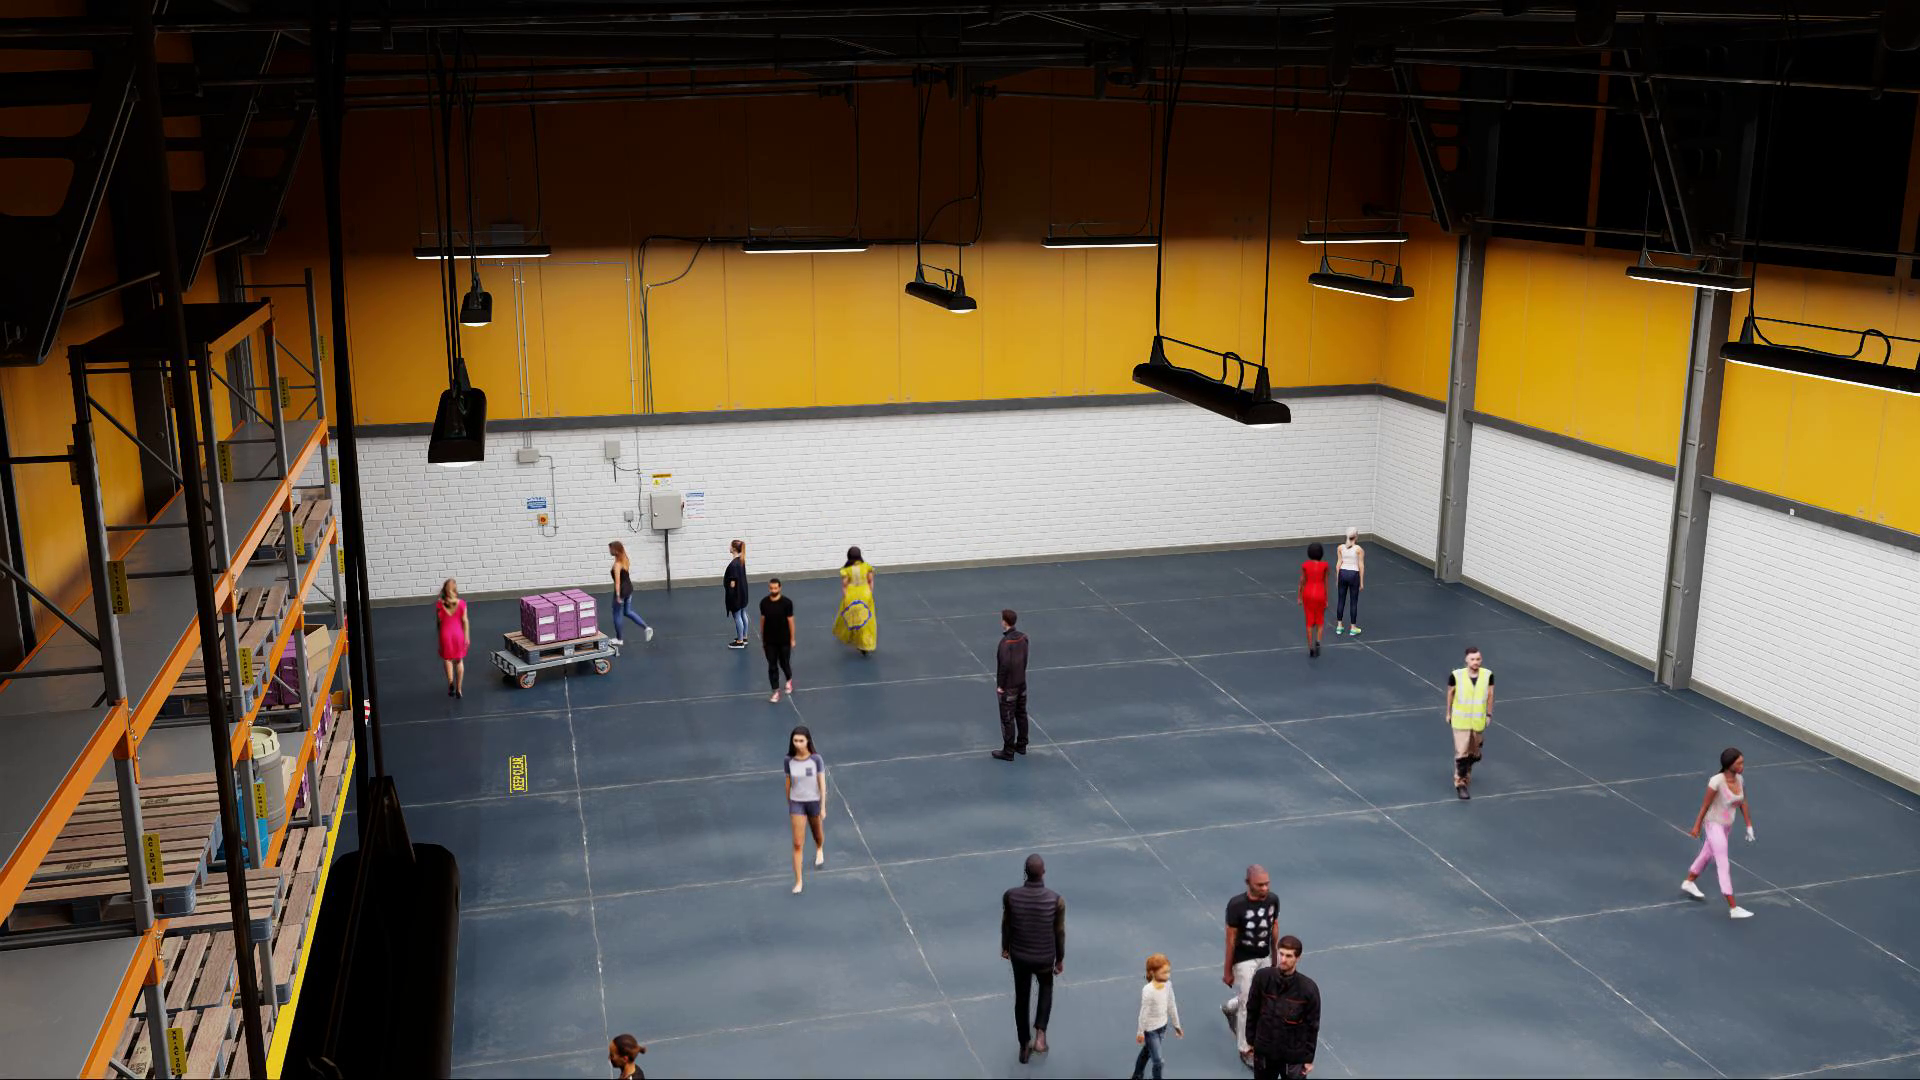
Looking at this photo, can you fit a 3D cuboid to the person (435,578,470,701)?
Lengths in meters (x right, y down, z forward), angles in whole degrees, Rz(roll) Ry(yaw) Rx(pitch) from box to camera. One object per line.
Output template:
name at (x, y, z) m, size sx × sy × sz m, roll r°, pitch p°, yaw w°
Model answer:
person at (-6.994, 1.389, 22.895) m, size 0.596 × 1.717 × 0.668 m, roll -3°, pitch 14°, yaw -14°

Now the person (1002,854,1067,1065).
person at (0.587, 3.522, 13.866) m, size 0.810 × 1.821 × 0.802 m, roll 2°, pitch 14°, yaw 7°

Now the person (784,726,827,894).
person at (-1.580, 2.745, 17.330) m, size 0.818 × 1.701 × 1.176 m, roll 0°, pitch 14°, yaw 1°

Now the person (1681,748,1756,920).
person at (7.561, 2.896, 16.733) m, size 0.800 × 1.690 × 1.204 m, roll -7°, pitch 15°, yaw -26°

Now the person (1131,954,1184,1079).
person at (1.508, 3.909, 13.383) m, size 0.860 × 1.297 × 0.725 m, roll 12°, pitch 18°, yaw 40°

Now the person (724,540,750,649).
person at (-3.383, 0.807, 25.370) m, size 0.777 × 1.684 × 0.668 m, roll 4°, pitch 14°, yaw 15°

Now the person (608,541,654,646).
person at (-5.059, 0.824, 25.307) m, size 0.965 × 1.680 × 0.998 m, roll 5°, pitch 14°, yaw 19°

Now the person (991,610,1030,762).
person at (0.651, 1.796, 20.805) m, size 0.796 × 1.910 × 0.784 m, roll 12°, pitch 18°, yaw 40°

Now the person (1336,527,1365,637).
person at (6.092, 0.632, 26.043) m, size 0.672 × 1.707 × 0.737 m, roll 8°, pitch 16°, yaw 31°

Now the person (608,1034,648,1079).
person at (-2.238, 4.177, 11.488) m, size 0.652 × 1.667 × 0.462 m, roll -3°, pitch 14°, yaw -12°

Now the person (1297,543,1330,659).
person at (5.288, 0.915, 24.833) m, size 0.827 × 1.726 × 0.977 m, roll 3°, pitch 14°, yaw 11°

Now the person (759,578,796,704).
person at (-2.508, 1.352, 22.984) m, size 0.792 × 1.748 × 0.879 m, roll 2°, pitch 14°, yaw 10°

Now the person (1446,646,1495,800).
person at (6.008, 2.116, 19.669) m, size 0.900 × 1.823 × 1.153 m, roll 1°, pitch 14°, yaw 3°

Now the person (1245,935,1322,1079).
person at (2.427, 3.836, 12.537) m, size 0.777 × 1.837 × 0.835 m, roll 8°, pitch 16°, yaw 29°

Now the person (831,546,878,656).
person at (-1.516, 0.940, 24.967) m, size 0.833 × 1.616 × 1.202 m, roll -3°, pitch 14°, yaw -10°

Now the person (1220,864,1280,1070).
person at (2.394, 3.514, 13.982) m, size 0.777 × 1.783 × 0.983 m, roll -5°, pitch 14°, yaw -19°
